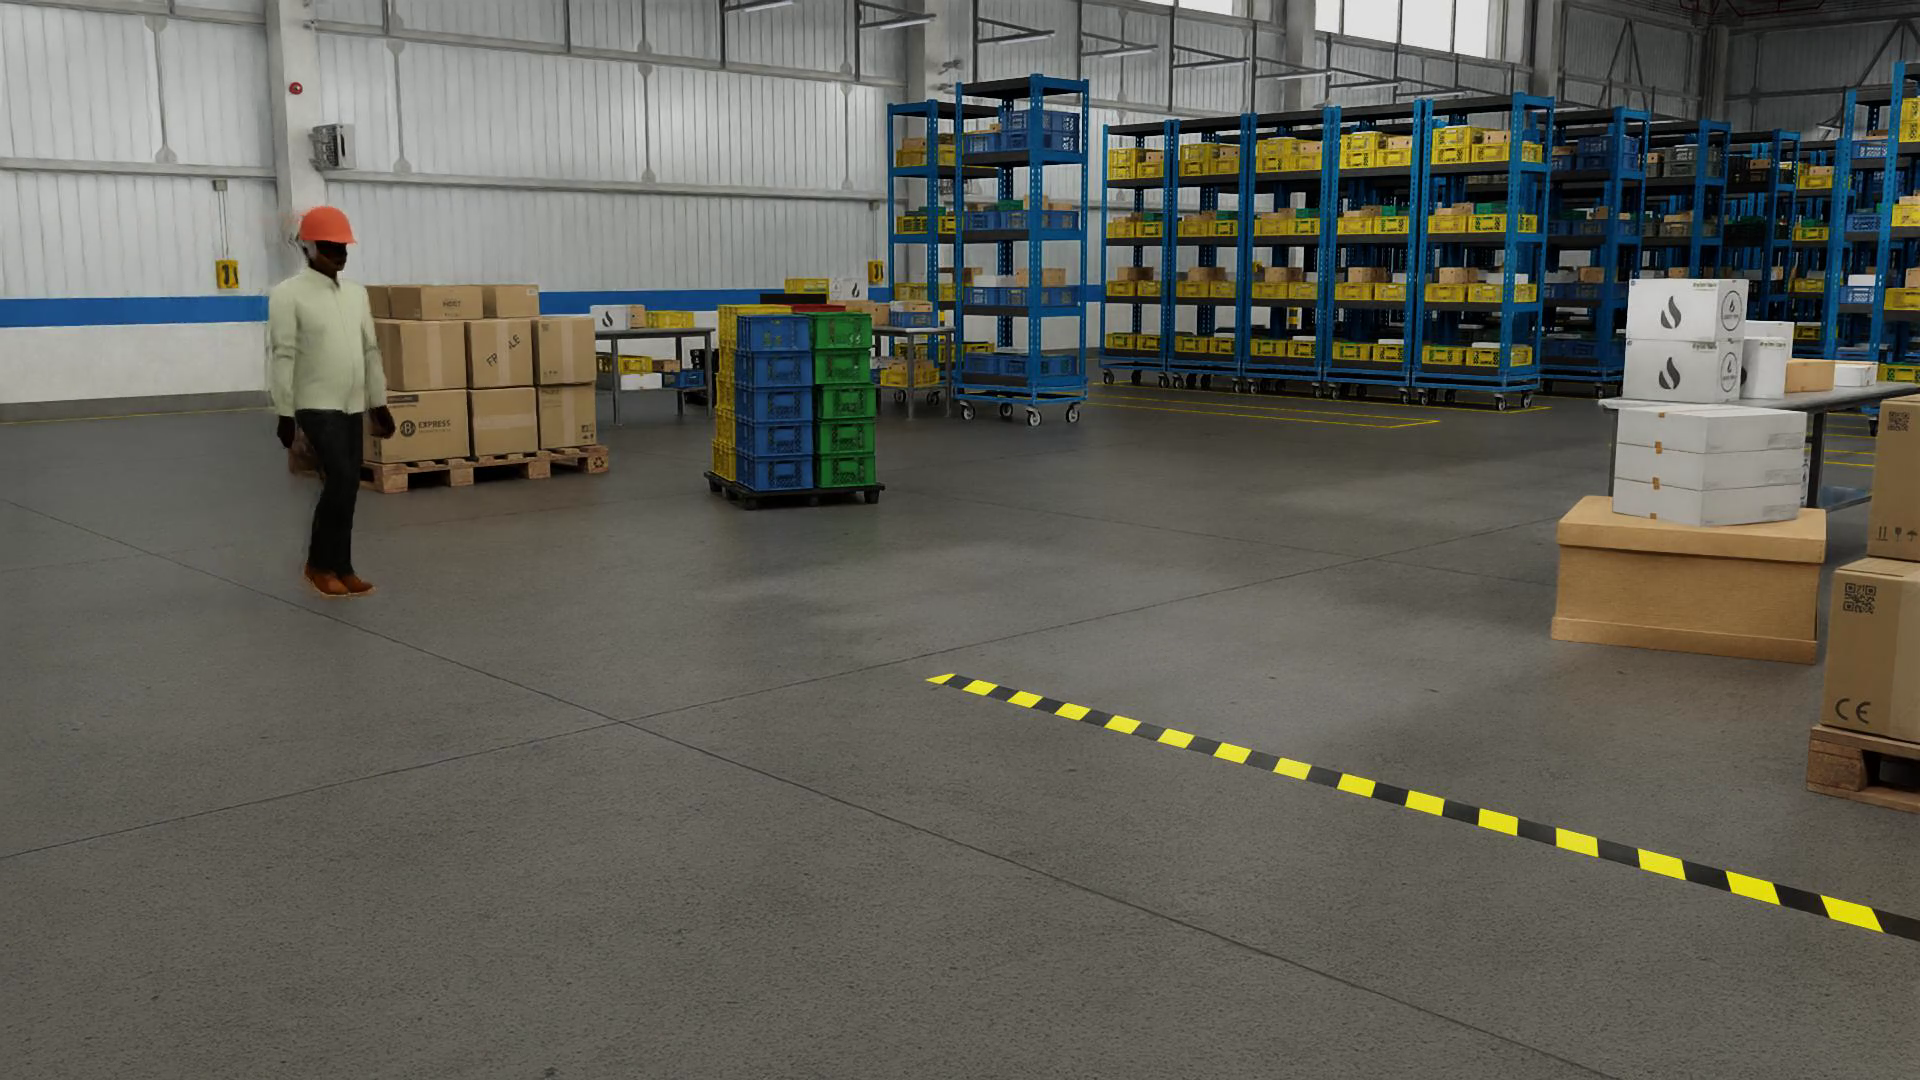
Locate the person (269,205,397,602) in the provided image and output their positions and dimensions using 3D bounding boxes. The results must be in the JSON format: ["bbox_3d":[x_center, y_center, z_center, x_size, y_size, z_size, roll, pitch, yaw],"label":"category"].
[{"bbox_3d":[-3.116,-0.671,8.359,0.486,1.979,0.621,3,10,18],"label":"person"}]
